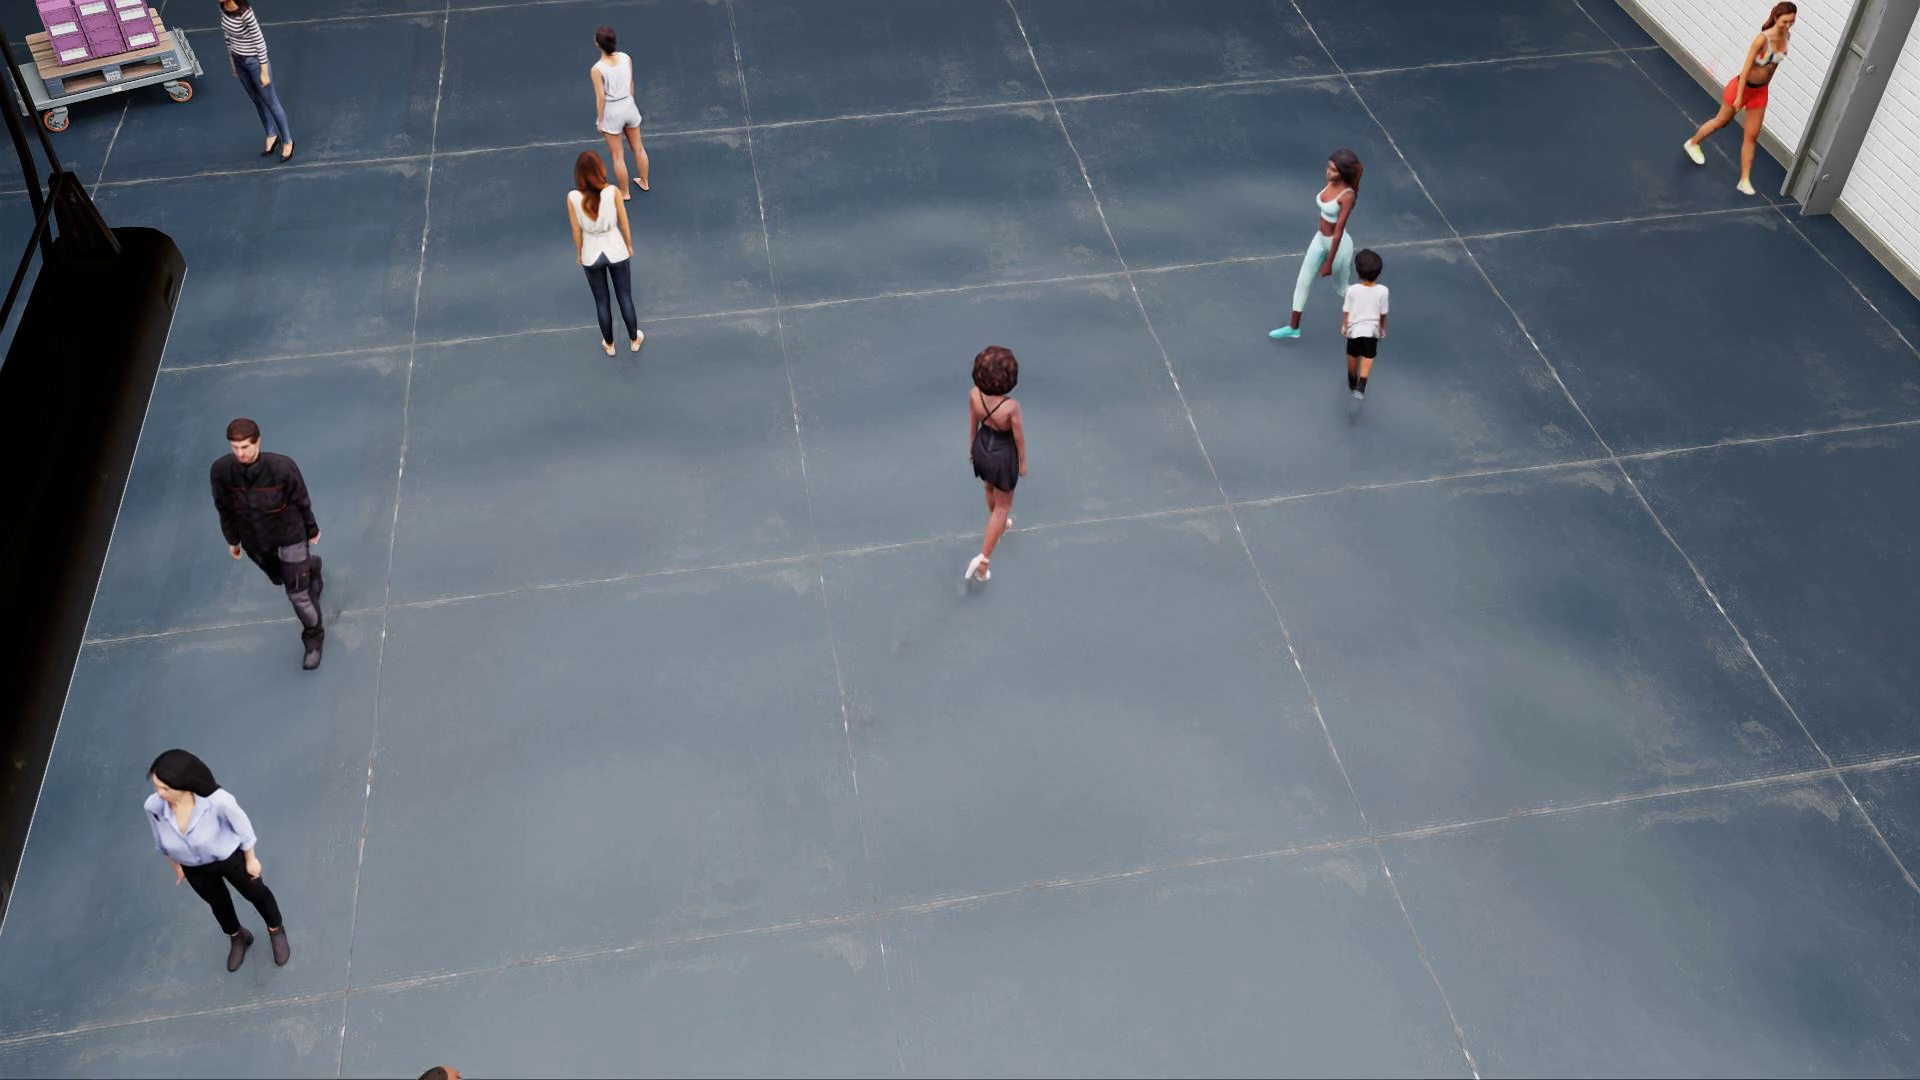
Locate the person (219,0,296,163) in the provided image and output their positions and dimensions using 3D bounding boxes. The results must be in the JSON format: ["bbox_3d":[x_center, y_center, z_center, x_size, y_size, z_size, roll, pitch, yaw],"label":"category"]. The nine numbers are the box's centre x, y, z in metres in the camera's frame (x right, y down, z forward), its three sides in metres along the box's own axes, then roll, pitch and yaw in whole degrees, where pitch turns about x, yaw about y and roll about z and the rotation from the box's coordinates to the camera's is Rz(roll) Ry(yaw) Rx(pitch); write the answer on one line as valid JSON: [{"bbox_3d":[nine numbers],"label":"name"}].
[{"bbox_3d":[-6.368,-4.262,14.986,0.635,1.797,0.680,23,48,22],"label":"person"}]

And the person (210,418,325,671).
[{"bbox_3d":[-4.340,-0.084,10.594,0.864,1.806,1.189,1,44,1],"label":"person"}]

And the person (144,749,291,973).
[{"bbox_3d":[-3.917,1.685,8.781,0.655,1.745,0.558,-4,44,-4],"label":"person"}]

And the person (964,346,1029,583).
[{"bbox_3d":[0.209,-0.483,11.039,0.947,1.770,1.018,26,49,25],"label":"person"}]

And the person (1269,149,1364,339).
[{"bbox_3d":[2.980,-2.262,12.965,0.656,1.688,1.050,-10,44,-10],"label":"person"}]

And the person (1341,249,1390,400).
[{"bbox_3d":[3.057,-1.595,12.586,0.639,1.246,0.769,7,44,8],"label":"person"}]

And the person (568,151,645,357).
[{"bbox_3d":[-2.735,-2.189,12.821,0.580,1.783,0.521,-8,44,-9],"label":"person"}]

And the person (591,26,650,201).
[{"bbox_3d":[-2.998,-3.747,14.582,0.684,1.608,0.651,34,53,30],"label":"person"}]

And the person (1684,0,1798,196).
[{"bbox_3d":[6.928,-4.011,14.761,0.727,1.745,1.202,-16,46,-16],"label":"person"}]
